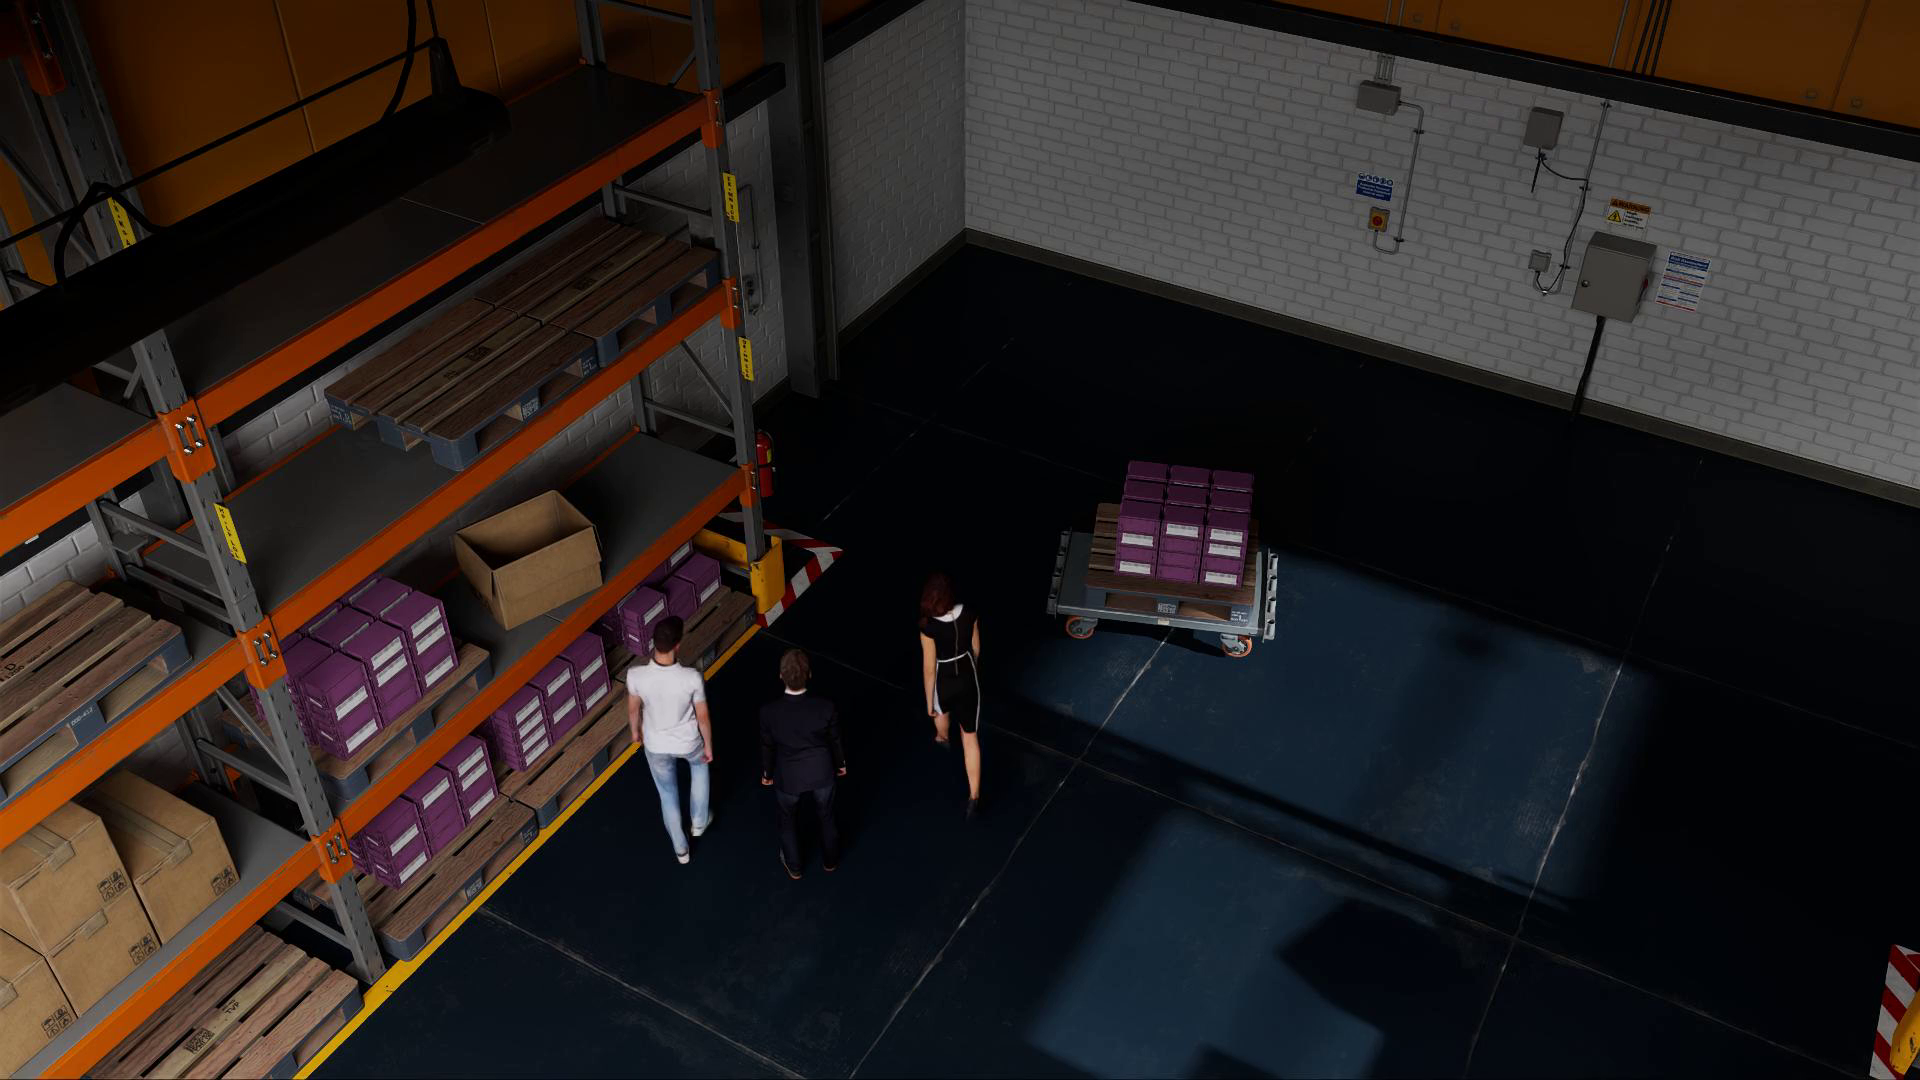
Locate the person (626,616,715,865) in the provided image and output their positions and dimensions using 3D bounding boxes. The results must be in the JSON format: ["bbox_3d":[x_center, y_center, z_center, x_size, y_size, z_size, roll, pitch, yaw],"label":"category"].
[{"bbox_3d":[-1.751,1.303,10.161,0.824,1.832,0.867,-5,39,-6],"label":"person"}]

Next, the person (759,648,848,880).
[{"bbox_3d":[-0.956,1.361,10.102,0.770,1.816,0.812,-7,39,-8],"label":"person"}]

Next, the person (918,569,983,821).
[{"bbox_3d":[-0.020,1.014,10.594,1.130,1.742,1.110,-13,40,-16],"label":"person"}]
